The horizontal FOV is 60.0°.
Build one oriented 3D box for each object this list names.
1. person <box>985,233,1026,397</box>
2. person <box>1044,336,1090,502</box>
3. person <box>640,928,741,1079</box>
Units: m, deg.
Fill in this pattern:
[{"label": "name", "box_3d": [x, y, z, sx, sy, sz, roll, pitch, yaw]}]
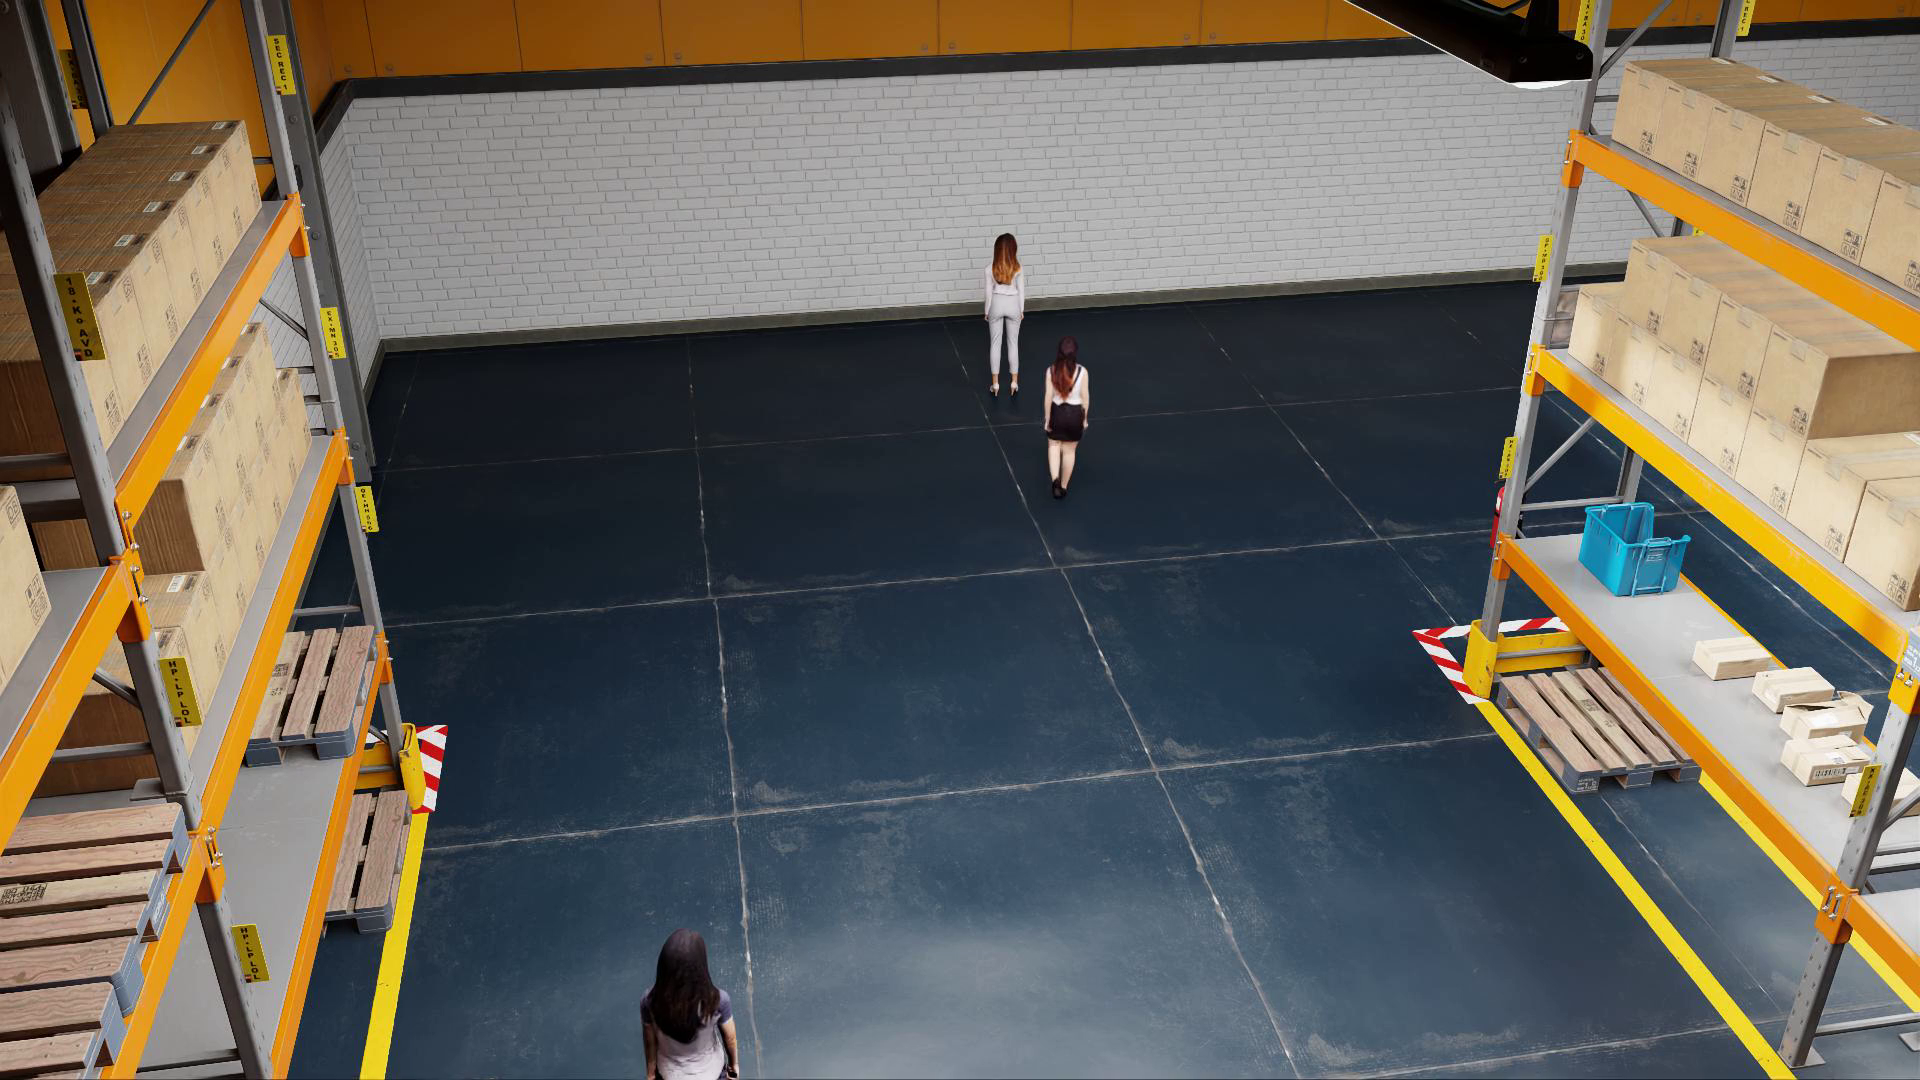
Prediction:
[{"label": "person", "box_3d": [0.468, -2.361, 17.448, 0.598, 1.768, 0.560, -1, 29, -3]}, {"label": "person", "box_3d": [0.964, -1.055, 15.192, 0.667, 1.637, 0.809, 3, 29, 5]}, {"label": "person", "box_3d": [-1.355, 2.688, 8.270, 0.645, 1.695, 0.636, -1, 29, -3]}]
